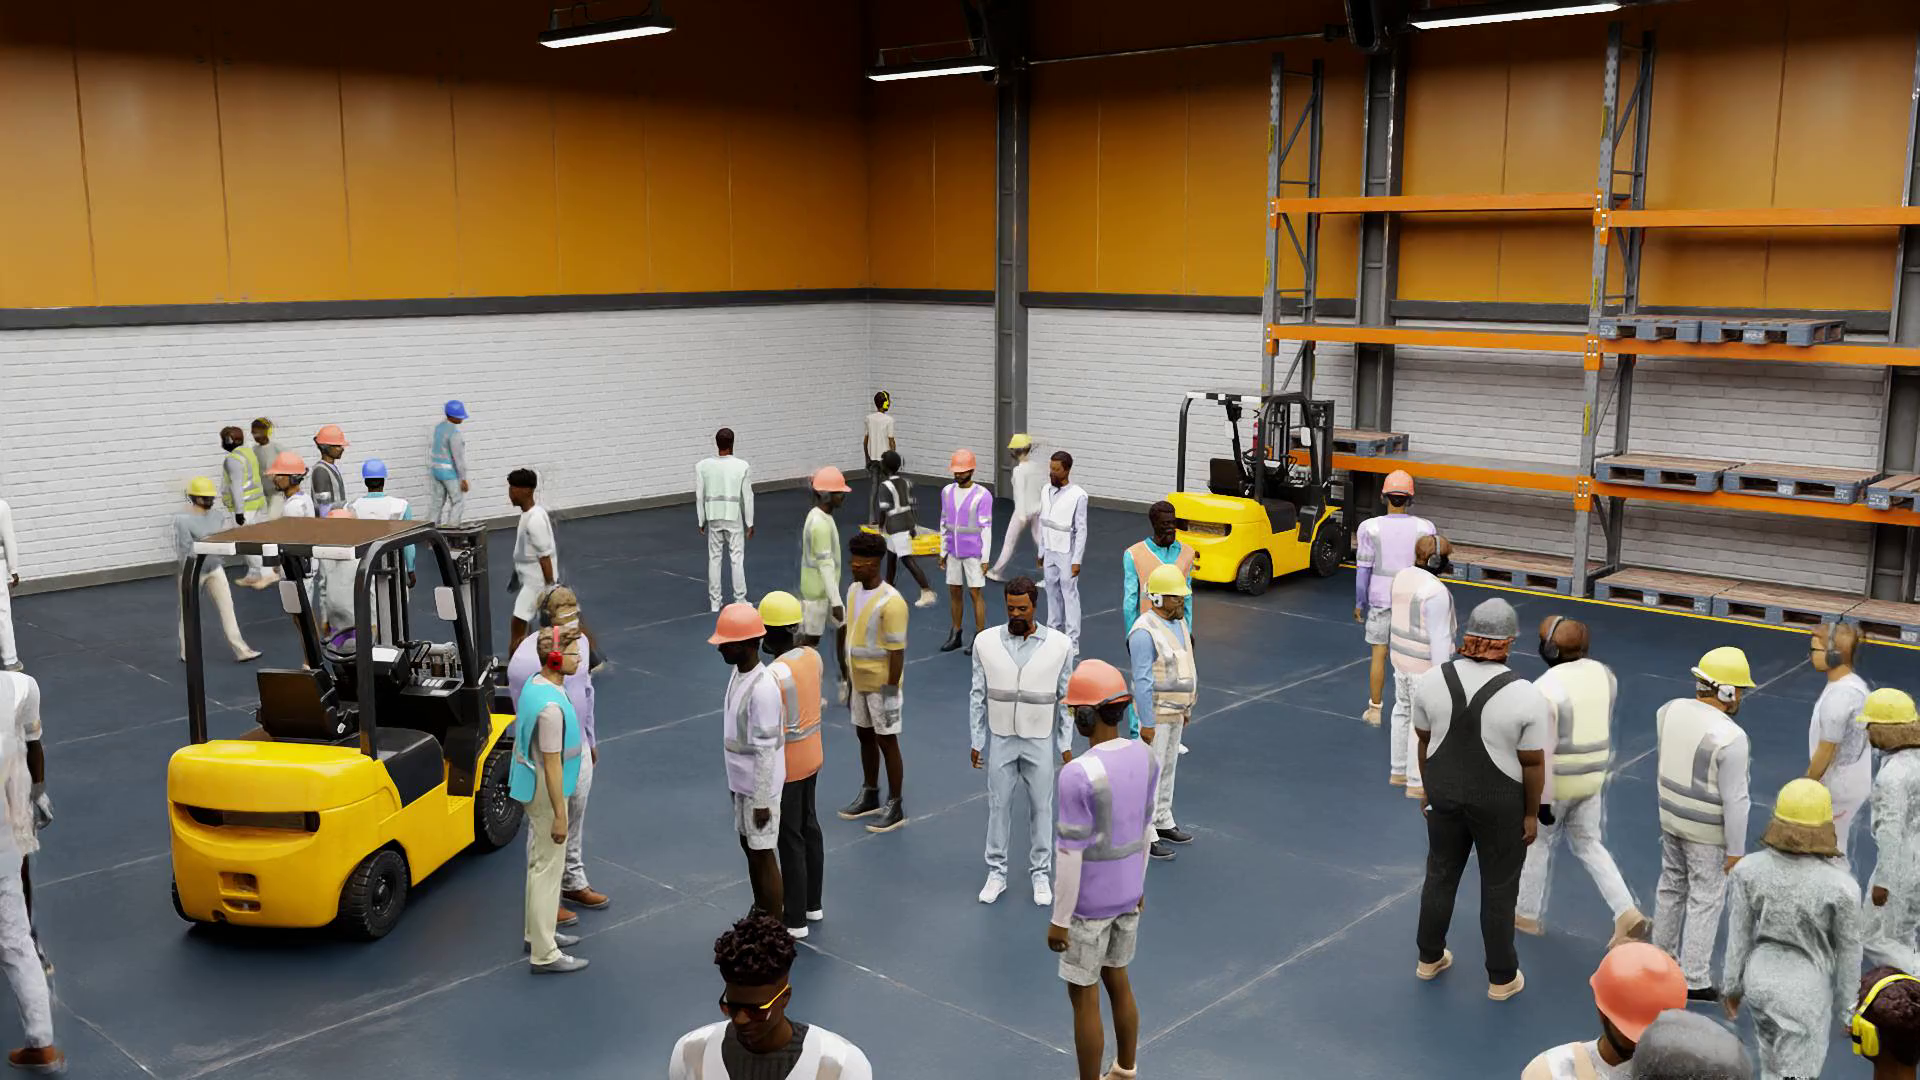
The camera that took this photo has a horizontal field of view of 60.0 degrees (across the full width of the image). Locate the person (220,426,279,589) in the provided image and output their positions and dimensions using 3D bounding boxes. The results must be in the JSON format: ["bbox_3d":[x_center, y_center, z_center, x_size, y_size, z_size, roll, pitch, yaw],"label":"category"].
[{"bbox_3d":[-7.910,-0.366,18.495,0.569,1.812,0.630,-2,10,-9],"label":"person"}]

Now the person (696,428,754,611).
[{"bbox_3d":[-2.431,-0.204,17.254,0.598,1.917,0.375,1,10,8],"label":"person"}]

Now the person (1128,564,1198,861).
[{"bbox_3d":[1.272,1.051,10.350,0.404,1.833,0.590,6,11,30],"label":"person"}]

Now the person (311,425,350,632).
[{"bbox_3d":[-6.177,-0.119,16.421,0.395,2.038,0.615,-3,10,-14],"label":"person"}]

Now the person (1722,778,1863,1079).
[{"bbox_3d":[3.203,1.784,6.526,0.802,1.710,0.482,-6,12,-31],"label":"person"}]

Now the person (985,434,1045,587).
[{"bbox_3d":[0.670,-0.325,18.528,0.953,1.715,0.525,6,12,32],"label":"person"}]

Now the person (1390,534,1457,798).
[{"bbox_3d":[3.180,0.863,11.439,0.429,1.833,0.634,-2,10,-12],"label":"person"}]

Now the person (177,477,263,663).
[{"bbox_3d":[-6.751,0.294,14.967,0.875,1.721,0.545,5,11,25],"label":"person"}]

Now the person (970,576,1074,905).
[{"bbox_3d":[0.354,1.144,9.577,0.599,1.917,0.375,1,10,8],"label":"person"}]

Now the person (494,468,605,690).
[{"bbox_3d":[-3.593,0.323,14.308,1.043,1.916,0.605,-2,10,-12],"label":"person"}]

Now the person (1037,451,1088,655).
[{"bbox_3d":[0.941,0.125,15.373,0.392,1.922,0.591,-8,13,-38],"label":"person"}]

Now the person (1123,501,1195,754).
[{"bbox_3d":[1.474,0.654,12.361,0.590,1.922,0.392,-5,11,-26],"label":"person"}]

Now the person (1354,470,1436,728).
[{"bbox_3d":[3.407,0.467,13.077,0.605,2.045,0.377,1,10,7],"label":"person"}]

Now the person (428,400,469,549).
[{"bbox_3d":[-6.419,-0.805,20.763,0.512,1.896,0.684,-8,13,-40],"label":"person"}]

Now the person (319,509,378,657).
[{"bbox_3d":[-4.793,0.620,13.030,0.565,1.750,0.341,4,11,24],"label":"person"}]

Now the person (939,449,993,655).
[{"bbox_3d":[0.037,0.110,15.446,0.547,1.929,0.388,7,12,35],"label":"person"}]

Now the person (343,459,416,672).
[{"bbox_3d":[-5.080,0.255,14.589,0.605,1.939,0.415,-1,10,-8],"label":"person"}]

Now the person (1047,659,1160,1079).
[{"bbox_3d":[0.587,1.515,7.162,0.404,2.030,0.612,8,13,39],"label":"person"}]

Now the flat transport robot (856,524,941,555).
[{"bbox_3d":[-0.693,-0.029,20.942,0.652,0.197,1.431,-6,12,-31],"label":"flat transport robot"}]

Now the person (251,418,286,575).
[{"bbox_3d":[-7.974,-0.491,19.111,0.589,1.840,0.681,6,12,32],"label":"person"}]

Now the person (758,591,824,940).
[{"bbox_3d":[-0.949,1.227,9.079,0.380,1.928,0.586,4,11,20],"label":"person"}]

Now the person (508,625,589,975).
[{"bbox_3d":[-2.150,1.346,8.688,0.401,1.835,0.562,-4,11,-19],"label":"person"}]

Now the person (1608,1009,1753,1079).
[{"bbox_3d":[1.798,2.055,4.042,1.051,2.000,0.686,8,12,37],"label":"person"}]

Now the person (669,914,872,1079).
[{"bbox_3d":[-0.534,1.985,4.697,0.599,1.958,0.378,2,10,12],"label":"person"}]

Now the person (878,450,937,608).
[{"bbox_3d":[-0.594,-0.117,17.517,0.845,1.653,0.540,4,11,22],"label":"person"}]

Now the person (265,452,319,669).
[{"bbox_3d":[-5.682,0.265,14.221,0.366,2.046,0.614,-3,10,-15],"label":"person"}]

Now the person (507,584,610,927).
[{"bbox_3d":[-2.249,1.190,9.303,0.385,1.929,0.635,4,11,22],"label":"person"}]

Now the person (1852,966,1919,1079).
[{"bbox_3d":[2.467,2.066,4.511,0.510,1.861,0.324,-2,10,-10],"label":"person"}]

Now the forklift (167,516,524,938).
[{"bbox_3d":[-3.583,0.976,9.748,1.214,2.155,2.313,2,10,11],"label":"forklift"}]

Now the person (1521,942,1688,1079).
[{"bbox_3d":[1.797,2.016,4.590,0.543,1.928,0.374,-2,10,-12],"label":"person"}]

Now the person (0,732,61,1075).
[{"bbox_3d":[-4.577,1.501,7.601,1.001,1.890,0.632,5,11,28],"label":"person"}]

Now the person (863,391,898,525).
[{"bbox_3d":[-1.055,-1.056,22.249,0.535,1.868,0.309,7,12,34],"label":"person"}]

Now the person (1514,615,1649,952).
[{"bbox_3d":[3.304,1.312,8.919,0.622,1.817,0.811,-5,11,-25],"label":"person"}]

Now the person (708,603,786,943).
[{"bbox_3d":[-1.122,1.277,8.798,0.388,1.930,0.545,-4,11,-21],"label":"person"}]

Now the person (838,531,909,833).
[{"bbox_3d":[-0.558,0.905,10.808,0.365,1.962,0.627,-7,12,-34],"label":"person"}]

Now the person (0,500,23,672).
[{"bbox_3d":[-8.601,0.275,14.628,0.573,1.884,0.355,-4,11,-22],"label":"person"}]

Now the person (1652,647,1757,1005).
[{"bbox_3d":[3.707,1.418,8.306,0.403,1.818,0.606,-2,10,-13],"label":"person"}]

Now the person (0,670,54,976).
[{"bbox_3d":[-4.955,1.316,8.462,0.365,1.965,0.608,9,14,43],"label":"person"}]

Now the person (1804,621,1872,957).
[{"bbox_3d":[4.576,1.328,8.807,0.439,1.824,0.499,5,11,27],"label":"person"}]

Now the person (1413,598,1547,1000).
[{"bbox_3d":[2.663,1.278,8.465,0.686,2.000,0.536,9,13,40],"label":"person"}]

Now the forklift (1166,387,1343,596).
[{"bbox_3d":[3.298,-0.608,18.767,1.214,2.155,2.313,9,13,42],"label":"forklift"}]

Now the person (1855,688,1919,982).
[{"bbox_3d":[4.477,1.555,7.808,0.512,1.715,0.589,-9,13,-41],"label":"person"}]
